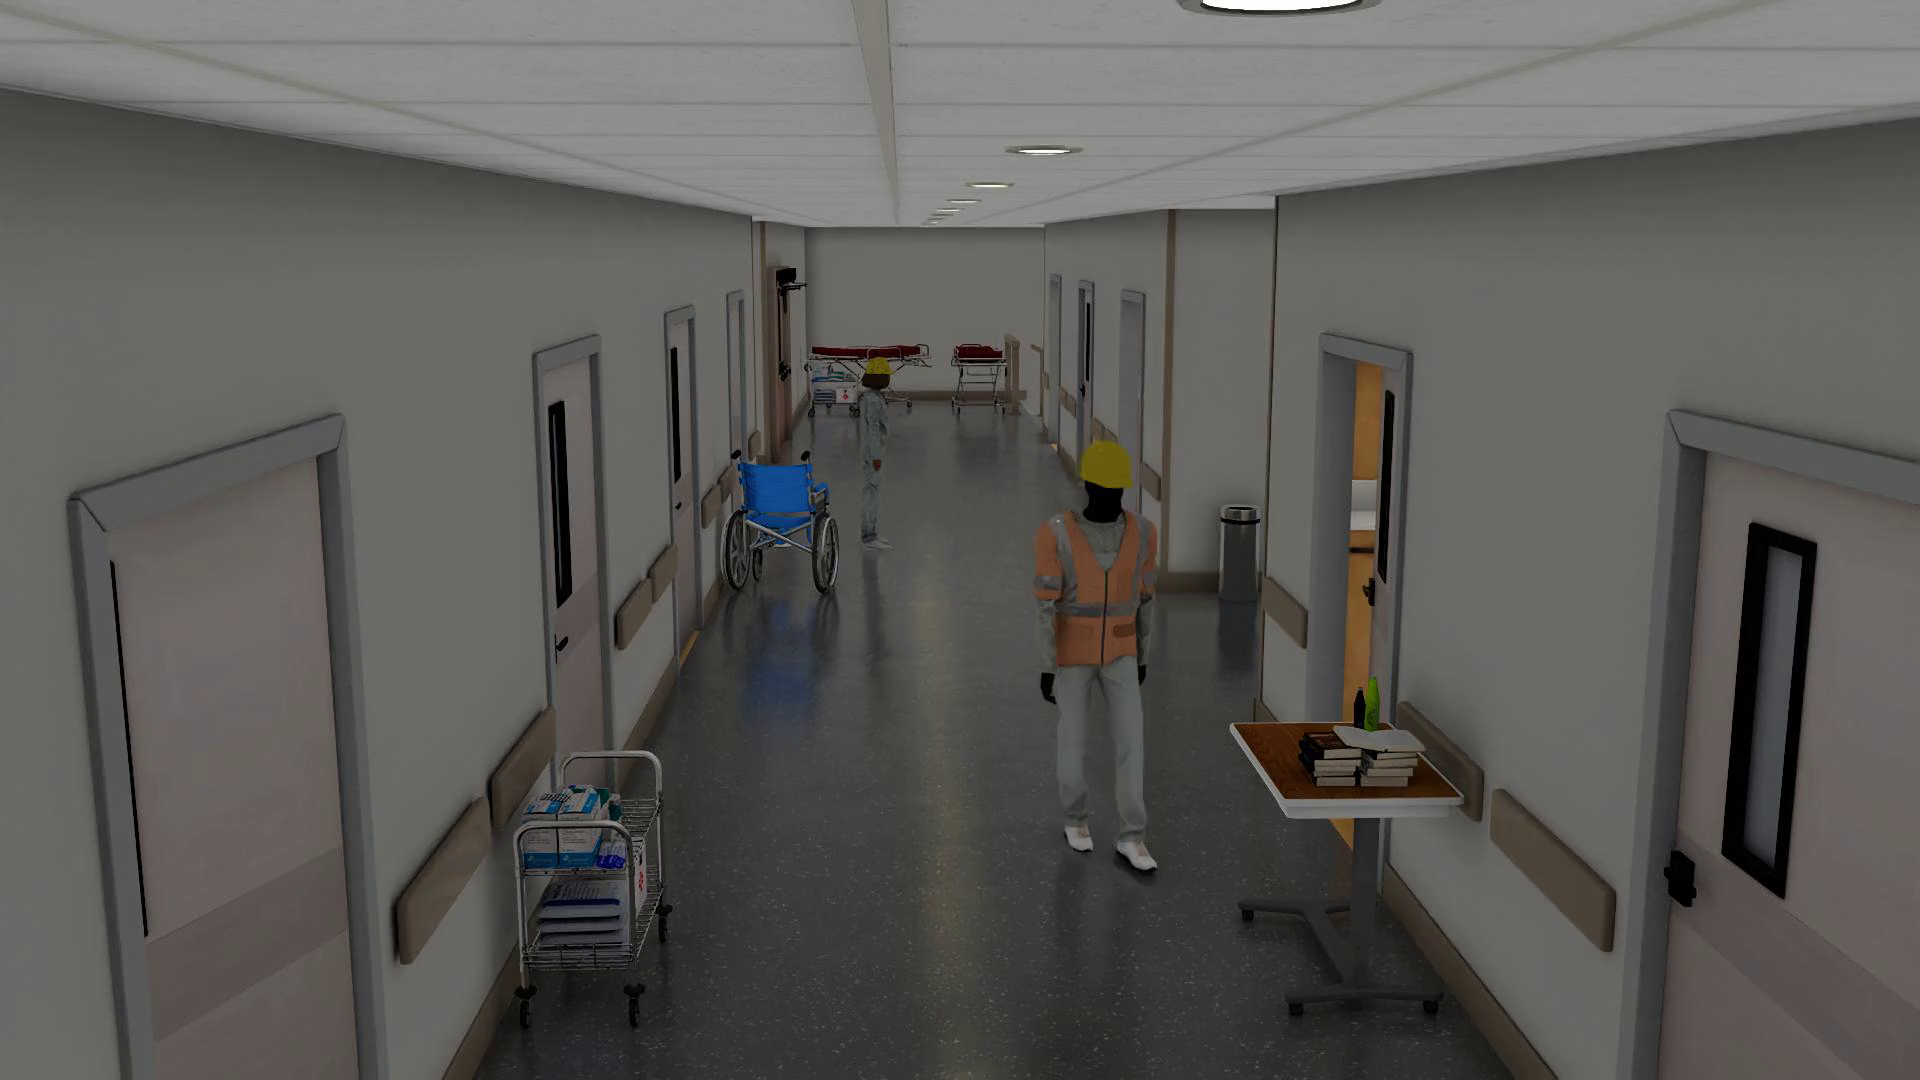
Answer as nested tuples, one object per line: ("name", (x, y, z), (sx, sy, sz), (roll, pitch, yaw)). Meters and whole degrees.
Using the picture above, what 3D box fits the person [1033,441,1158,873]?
("person", (0.630, 0.518, 7.355), (0.600, 1.901, 0.781), (-2, 10, -11))

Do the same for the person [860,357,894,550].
("person", (-0.749, -0.787, 15.074), (0.321, 1.742, 0.492), (-1, 10, -4))
